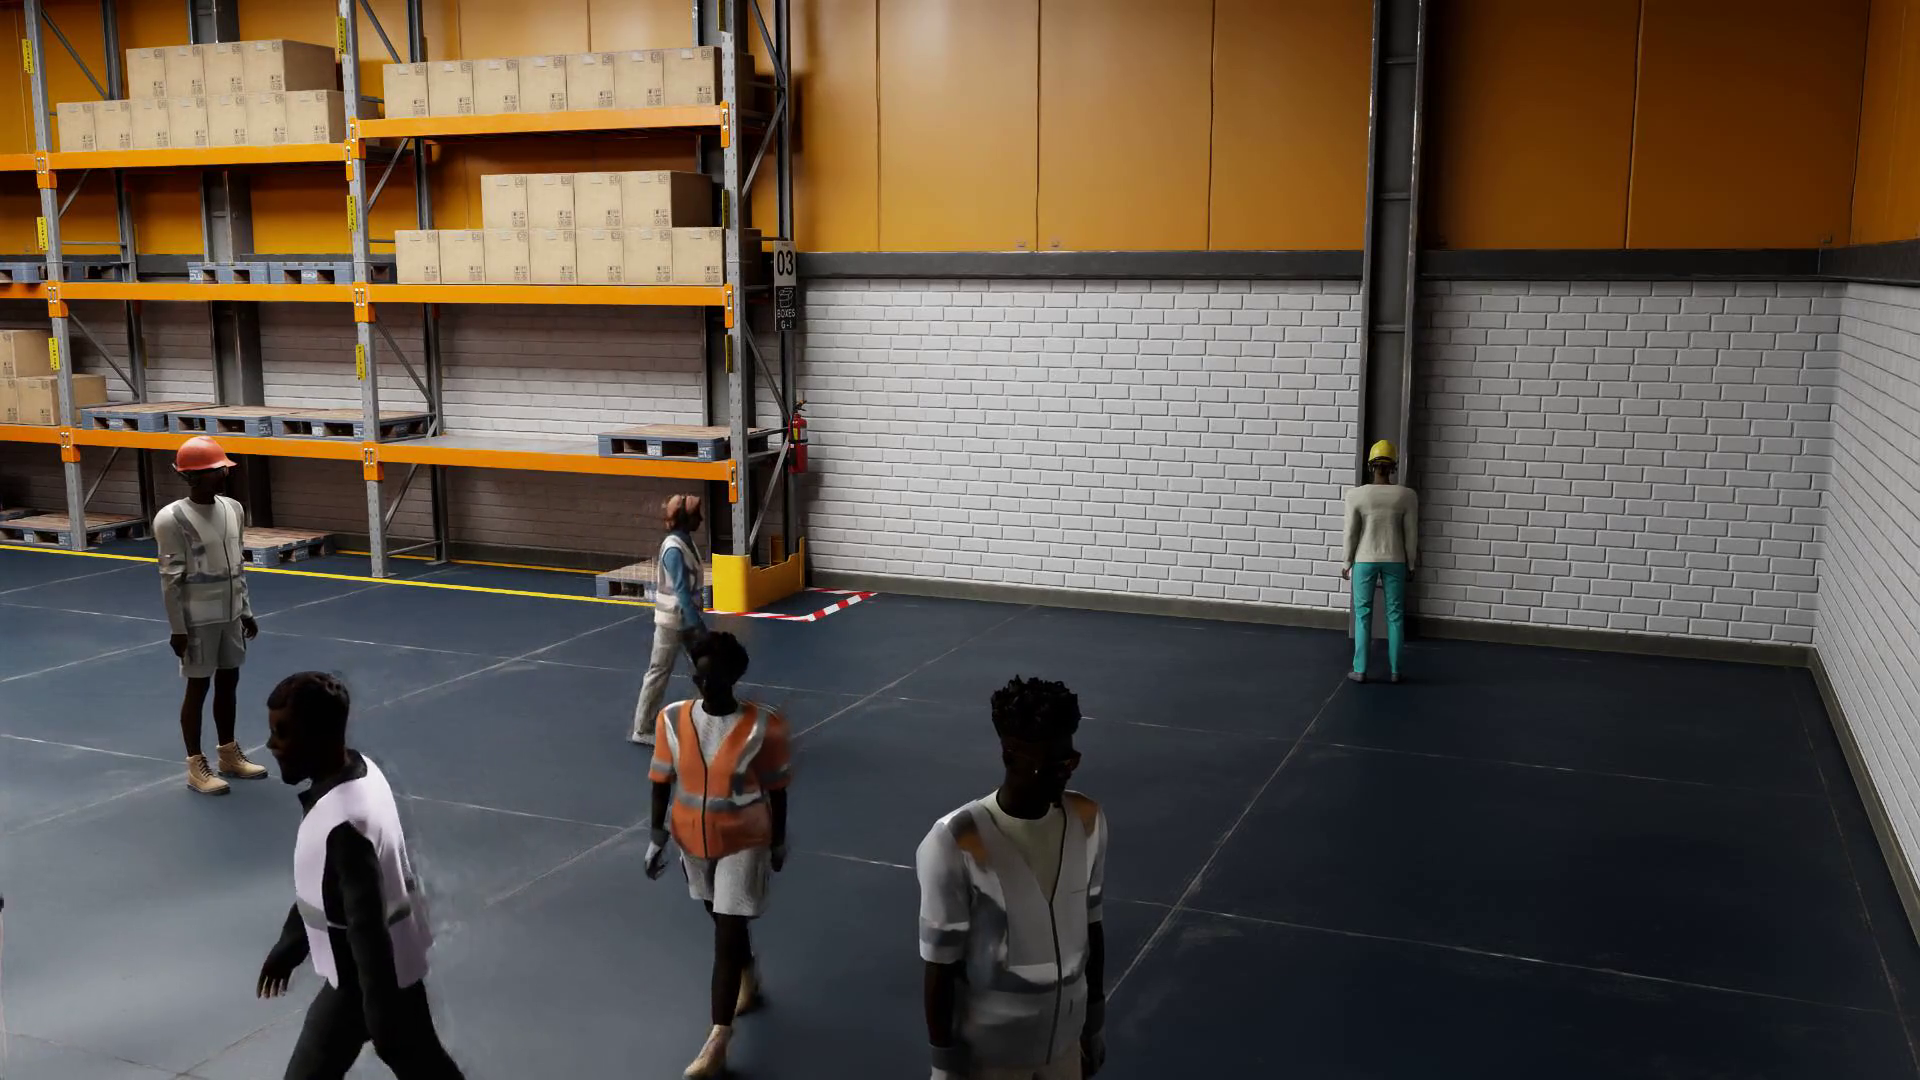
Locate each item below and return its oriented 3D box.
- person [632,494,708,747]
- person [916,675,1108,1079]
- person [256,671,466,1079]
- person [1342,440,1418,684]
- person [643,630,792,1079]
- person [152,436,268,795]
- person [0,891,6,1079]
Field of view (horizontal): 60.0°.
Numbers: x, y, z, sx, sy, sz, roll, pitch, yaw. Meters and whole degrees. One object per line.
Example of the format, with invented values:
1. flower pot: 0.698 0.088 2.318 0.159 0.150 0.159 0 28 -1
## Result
1. person: -1.676 0.517 10.369 0.841 1.595 0.512 1 9 6
2. person: 0.159 1.312 4.460 0.608 1.959 0.376 -6 11 -34
3. person: -1.828 1.296 4.937 1.042 1.828 0.584 -2 10 -14
4. person: 3.017 0.162 11.991 0.531 1.767 0.328 1 9 5
5. person: -0.919 1.144 6.383 0.534 1.652 0.889 3 10 15
6. person: -4.293 0.423 9.556 0.359 2.047 0.615 3 10 18
7. person: -3.561 1.279 5.732 0.843 1.587 0.515 -1 9 -5
